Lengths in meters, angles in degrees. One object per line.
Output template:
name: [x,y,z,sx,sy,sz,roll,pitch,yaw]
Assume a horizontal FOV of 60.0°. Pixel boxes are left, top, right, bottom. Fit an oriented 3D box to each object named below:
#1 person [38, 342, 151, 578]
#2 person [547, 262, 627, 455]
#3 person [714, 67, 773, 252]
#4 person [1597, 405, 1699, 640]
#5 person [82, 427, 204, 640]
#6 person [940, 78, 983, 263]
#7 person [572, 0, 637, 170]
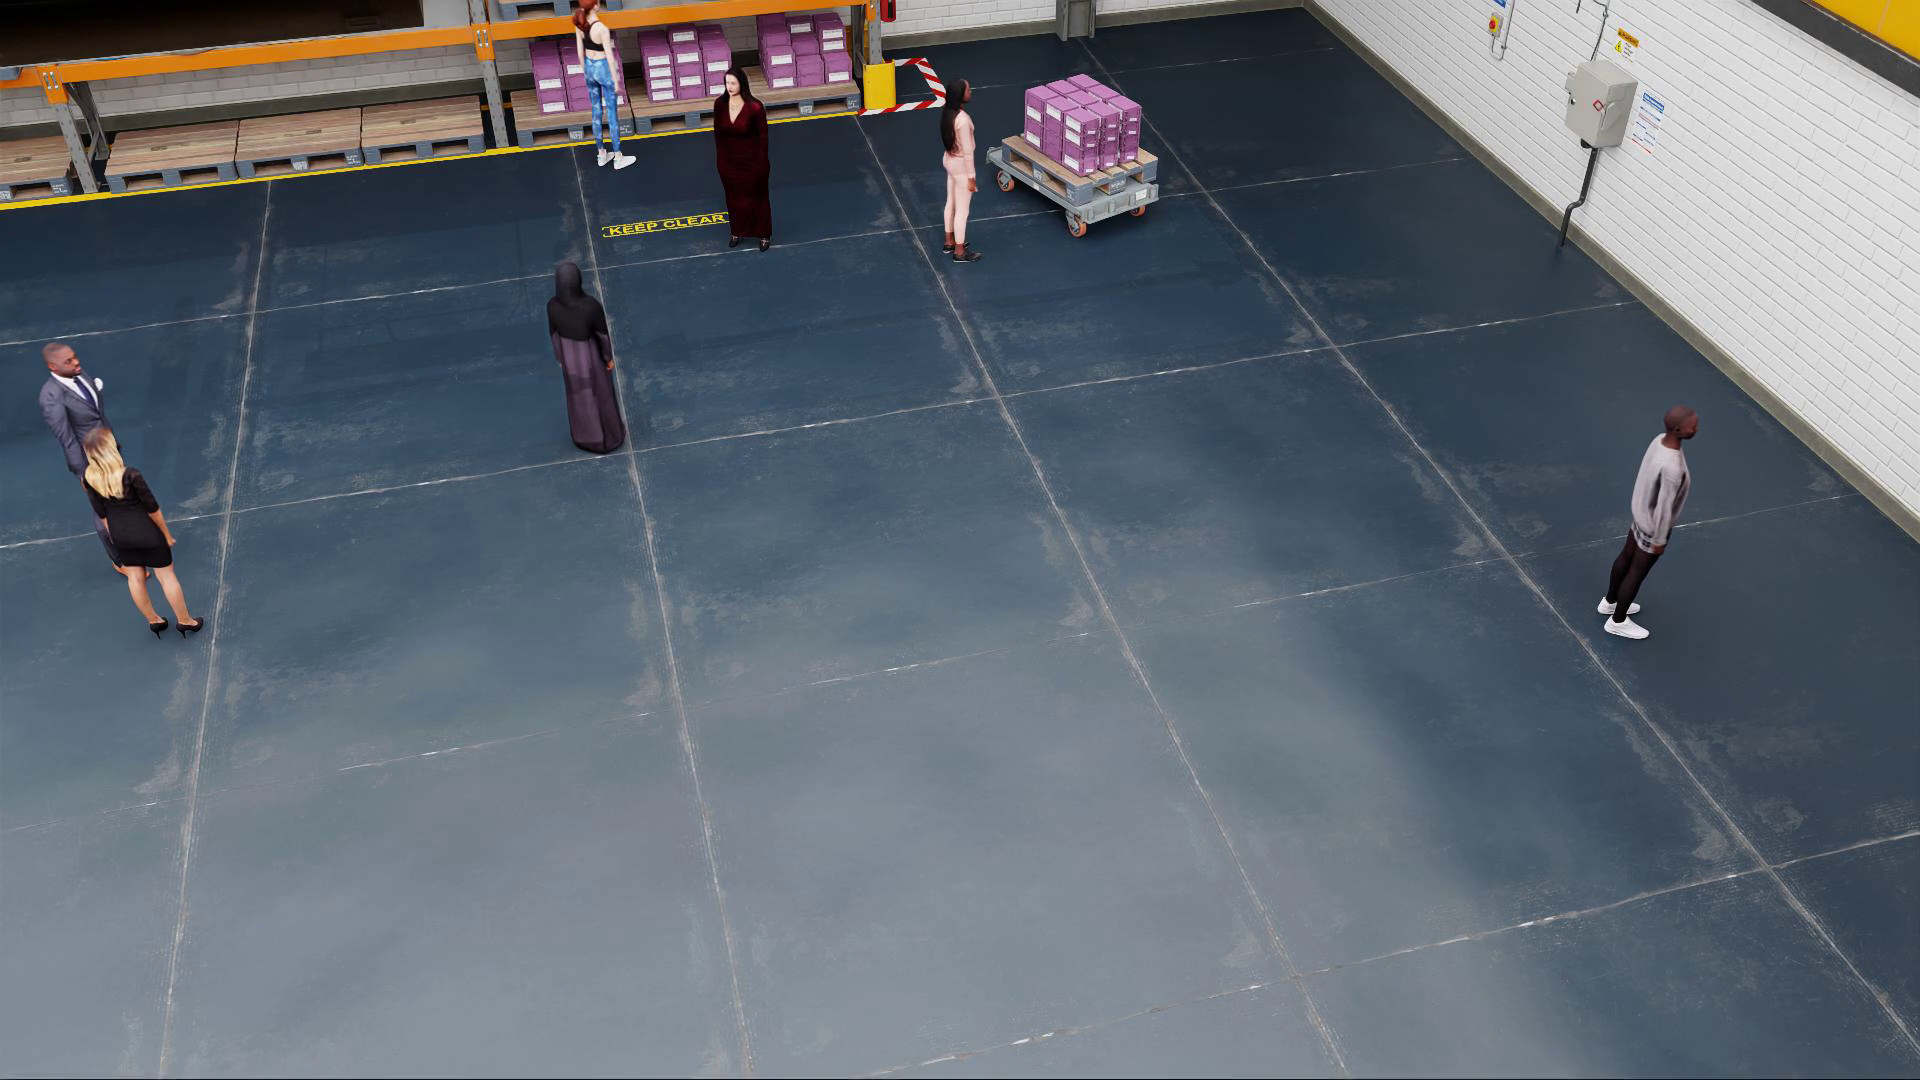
person: [-5.959,-0.580,11.458,0.684,1.824,0.755,0,39,0]
person: [-2.870,-1.400,12.652,0.640,1.615,0.747,4,39,5]
person: [-1.967,-3.460,15.118,0.728,1.757,0.832,10,40,13]
person: [4.534,-0.138,10.947,0.666,1.772,0.687,4,39,5]
person: [-5.389,-0.028,10.885,0.507,1.676,0.662,3,39,3]
person: [-0.012,-3.336,14.992,0.573,1.722,0.640,-14,41,-17]
person: [-3.561,-4.554,16.467,0.678,1.784,0.740,18,42,21]
